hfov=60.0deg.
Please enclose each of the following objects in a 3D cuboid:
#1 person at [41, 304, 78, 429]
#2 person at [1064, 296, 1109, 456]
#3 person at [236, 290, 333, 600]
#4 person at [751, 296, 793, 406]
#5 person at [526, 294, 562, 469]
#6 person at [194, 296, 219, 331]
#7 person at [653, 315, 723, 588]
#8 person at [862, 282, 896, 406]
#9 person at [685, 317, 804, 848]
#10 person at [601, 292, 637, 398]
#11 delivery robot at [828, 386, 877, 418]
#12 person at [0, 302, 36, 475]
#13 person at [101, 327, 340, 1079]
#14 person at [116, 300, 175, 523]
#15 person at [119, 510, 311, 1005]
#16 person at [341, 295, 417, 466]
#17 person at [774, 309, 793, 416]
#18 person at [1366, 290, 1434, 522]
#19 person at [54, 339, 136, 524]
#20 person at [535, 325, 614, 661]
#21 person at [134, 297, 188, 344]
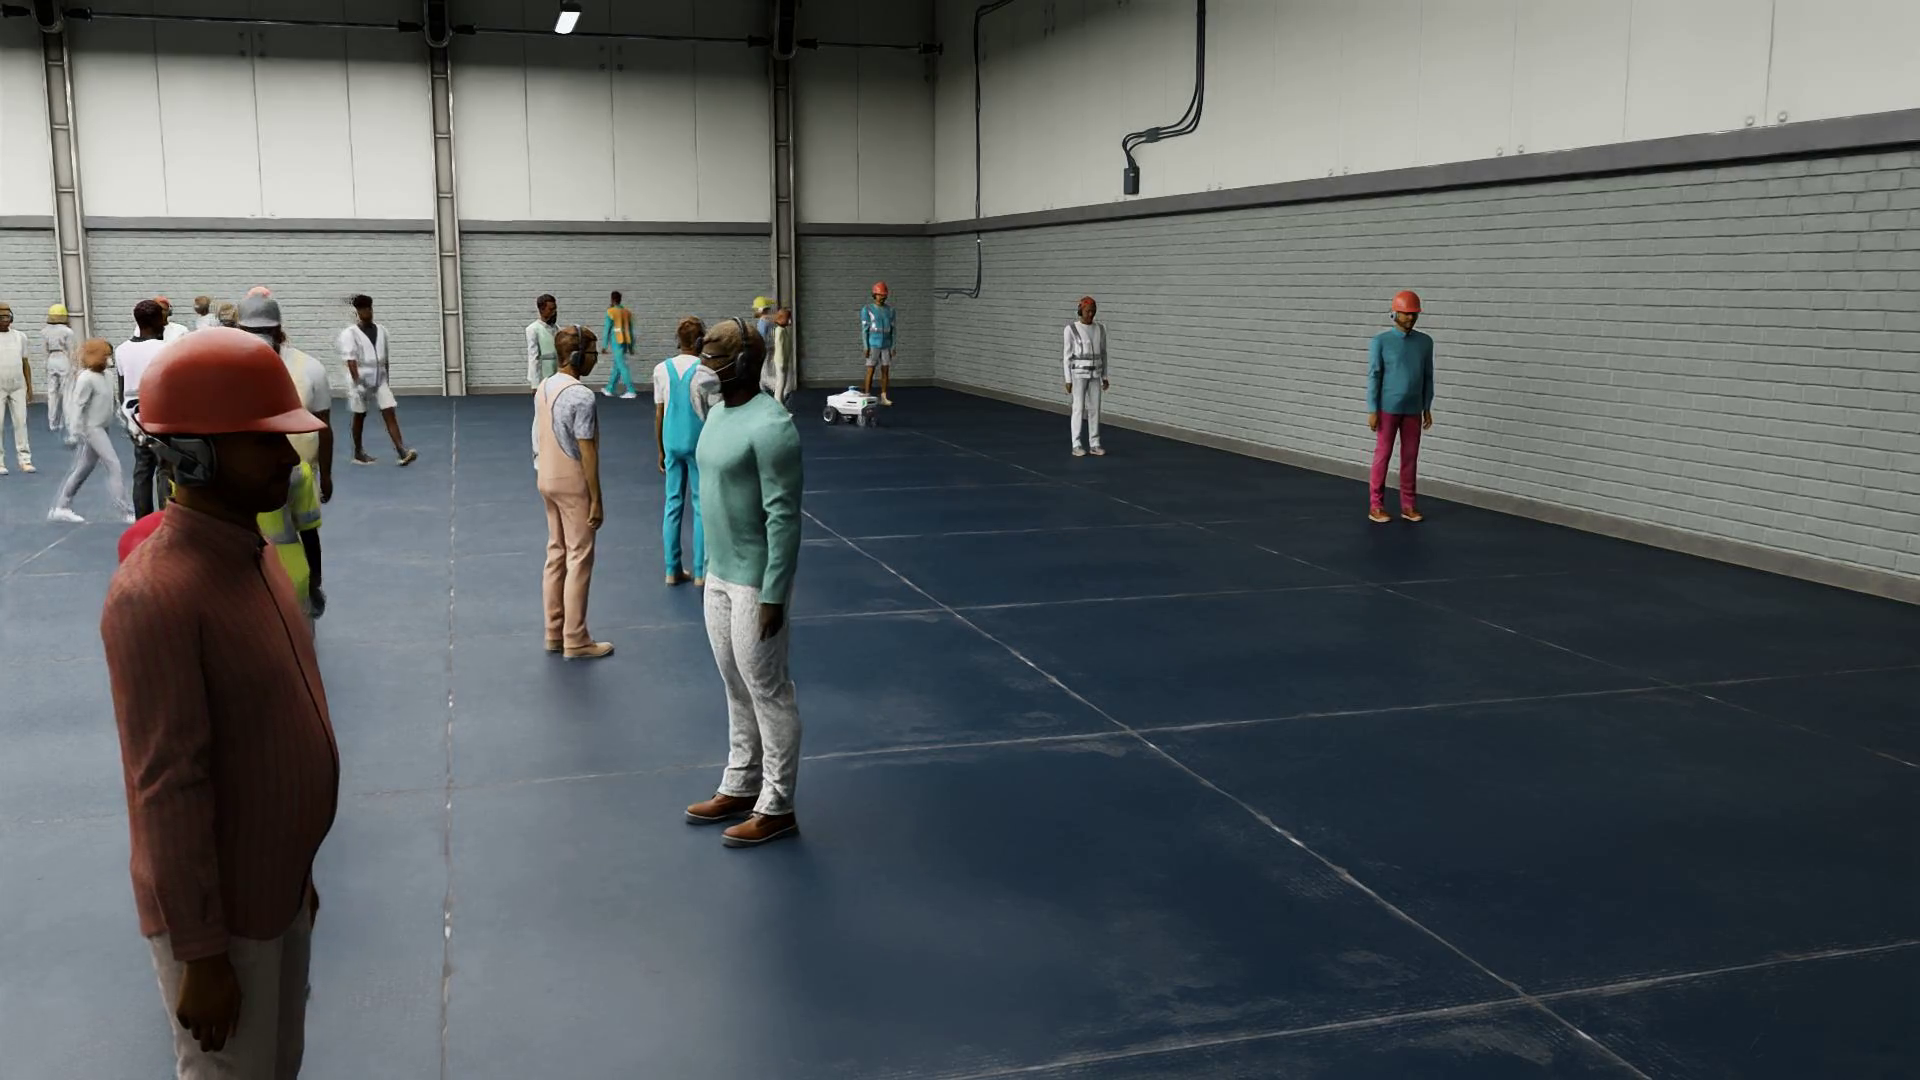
[{"bbox_3d":[-12.450,-2.394,23.057,0.486,1.736,0.314,1,9,8],"label":"person"},{"bbox_3d":[1.490,-1.923,19.609,0.586,1.879,0.373,-5,10,-29],"label":"person"},{"bbox_3d":[-3.881,-0.393,9.312,0.705,2.000,0.566,-3,10,-21],"label":"person"},{"bbox_3d":[-3.055,-2.956,26.402,0.706,1.811,0.596,0,9,-2],"label":"person"},{"bbox_3d":[-4.536,-1.733,18.249,0.375,1.917,0.599,3,9,16],"label":"person"},{"bbox_3d":[-11.608,-2.816,25.449,0.529,1.824,0.637,8,12,40],"label":"person"},{"bbox_3d":[-1.812,-0.587,11.216,0.511,1.837,0.353,2,9,15],"label":"person"},{"bbox_3d":[-1.312,-3.202,27.287,0.602,2.033,0.415,-5,10,-29],"label":"person"},{"bbox_3d":[-0.792,0.154,6.145,0.374,1.941,0.627,-5,10,-31],"label":"person"},{"bbox_3d":[-6.054,-3.440,29.370,1.001,1.854,0.580,5,10,29],"label":"person"},{"bbox_3d":[-1.529,-1.940,23.610,0.707,0.478,0.477,6,11,34],"label":"delivery robot"},{"bbox_3d":[-10.168,-1.610,17.735,0.338,1.838,0.506,8,12,40],"label":"person"},{"bbox_3d":[-1.281,0.623,2.977,0.381,1.994,0.622,-1,9,-9],"label":"person"},{"bbox_3d":[-6.280,-0.902,12.953,0.591,1.919,0.392,3,10,21],"label":"person"},{"bbox_3d":[-2.069,0.484,4.672,0.577,1.738,0.354,5,10,28],"label":"person"},{"bbox_3d":[-6.478,-1.743,18.363,1.032,1.896,0.621,7,11,37],"label":"person"},{"bbox_3d":[-2.665,-2.656,25.047,0.266,1.631,0.507,0,9,1],"label":"person"},{"bbox_3d":[3.768,-1.132,14.227,0.618,1.987,0.406,-2,9,-16],"label":"person"},{"bbox_3d":[-7.342,-0.915,14.120,0.906,1.578,0.502,-1,9,-6],"label":"person"},{"bbox_3d":[-2.111,-0.252,9.089,0.361,1.834,0.523,-9,12,-44],"label":"person"},{"bbox_3d":[-8.955,-1.790,18.732,0.576,1.882,0.355,-7,11,-37],"label":"person"}]
